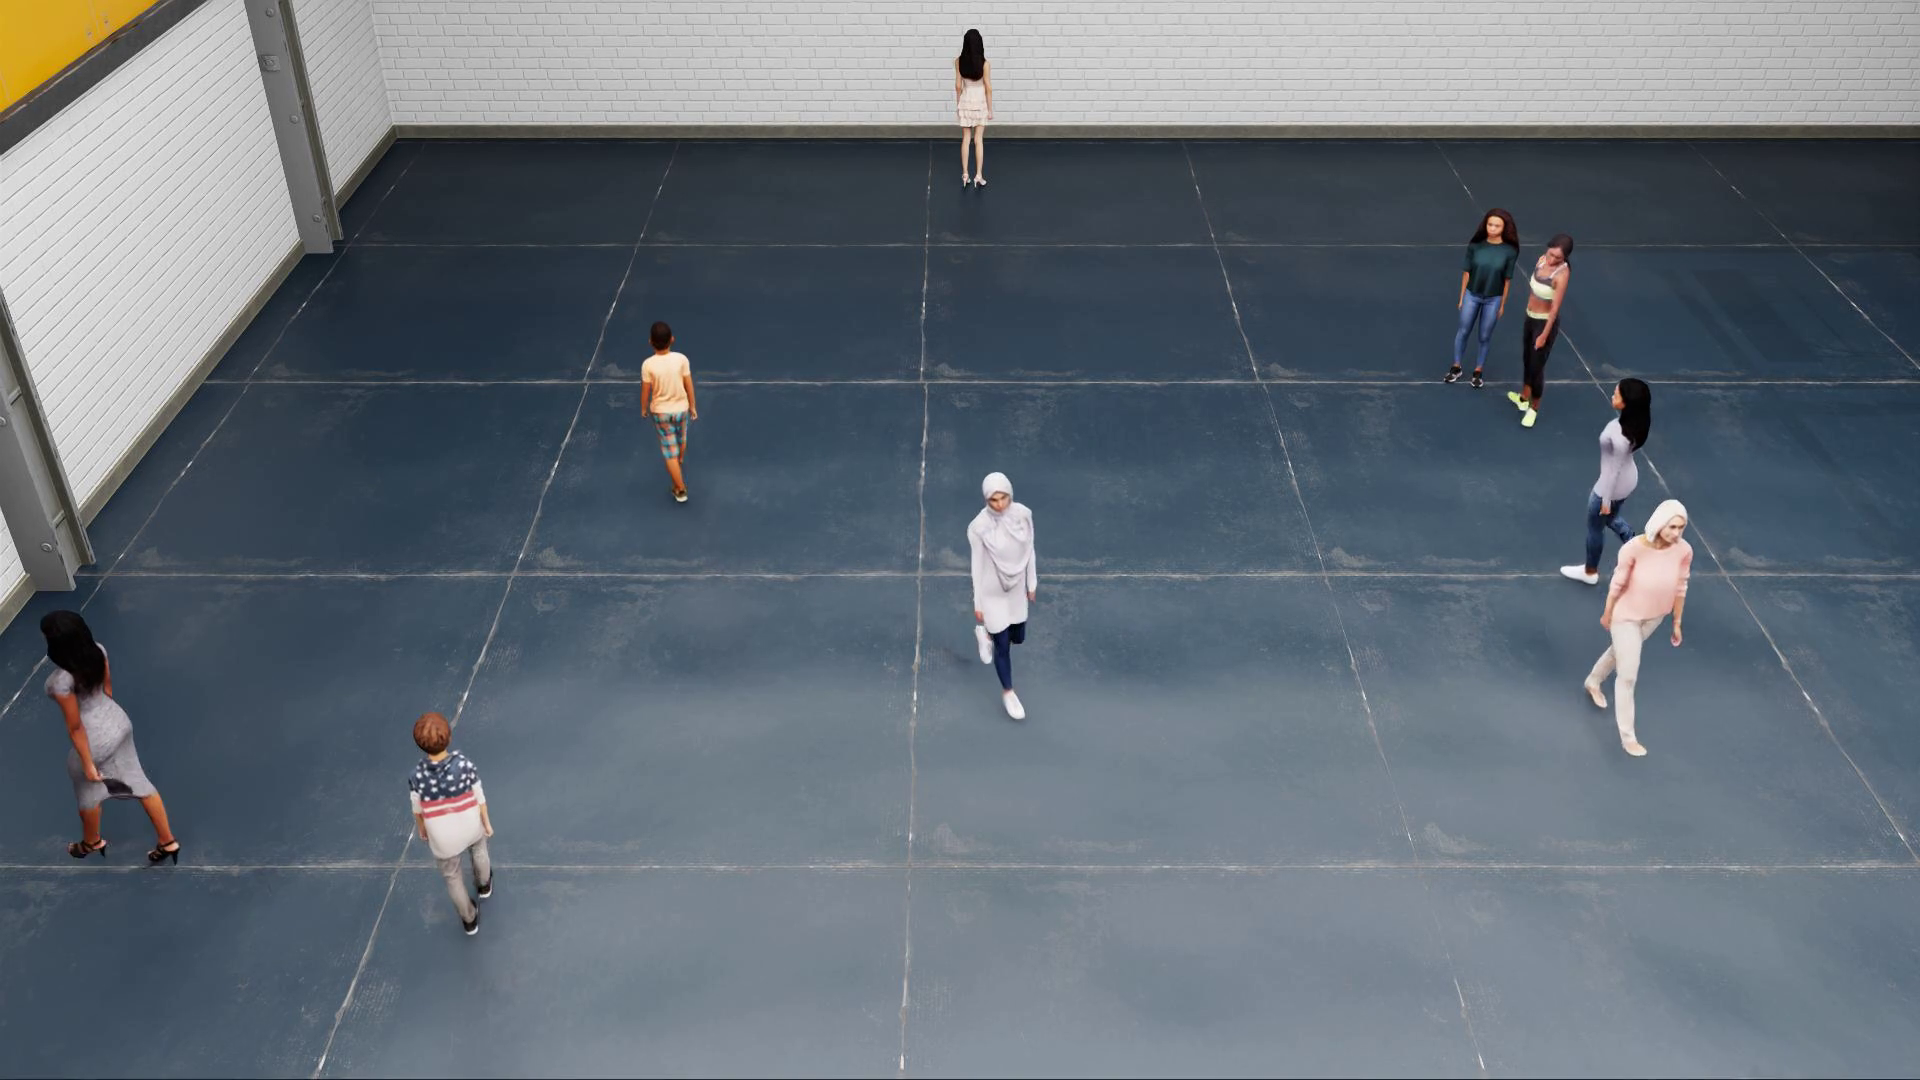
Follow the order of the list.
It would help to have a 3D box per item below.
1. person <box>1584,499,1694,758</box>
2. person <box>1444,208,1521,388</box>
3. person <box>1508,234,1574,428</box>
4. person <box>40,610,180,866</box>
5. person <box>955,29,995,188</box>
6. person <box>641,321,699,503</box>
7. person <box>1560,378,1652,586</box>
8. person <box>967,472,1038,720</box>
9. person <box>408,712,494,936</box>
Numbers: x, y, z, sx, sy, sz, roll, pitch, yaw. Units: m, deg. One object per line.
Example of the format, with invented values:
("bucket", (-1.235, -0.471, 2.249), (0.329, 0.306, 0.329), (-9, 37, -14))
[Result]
("person", (4.240, 0.434, 10.487), (0.711, 1.678, 1.128), (-5, 34, -8))
("person", (4.516, -2.098, 14.351), (0.692, 1.616, 0.718), (15, 37, 22))
("person", (4.828, -1.798, 13.797), (0.840, 1.730, 0.531), (1, 34, 2))
("person", (-4.711, 1.159, 9.322), (0.802, 1.759, 0.898), (7, 34, 10))
("person", (0.138, -4.711, 18.174), (0.635, 1.736, 0.625), (11, 35, 16))
("person", (-2.212, -0.954, 12.793), (0.781, 1.436, 0.994), (-13, 36, -19))
("person", (4.666, -0.327, 11.604), (1.007, 1.709, 0.971), (27, 42, 34))
("person", (0.225, 0.302, 10.617), (0.890, 1.753, 1.039), (-17, 37, -24))
("person", (-2.734, 1.568, 9.005), (0.675, 1.429, 0.793), (-12, 35, -17))
